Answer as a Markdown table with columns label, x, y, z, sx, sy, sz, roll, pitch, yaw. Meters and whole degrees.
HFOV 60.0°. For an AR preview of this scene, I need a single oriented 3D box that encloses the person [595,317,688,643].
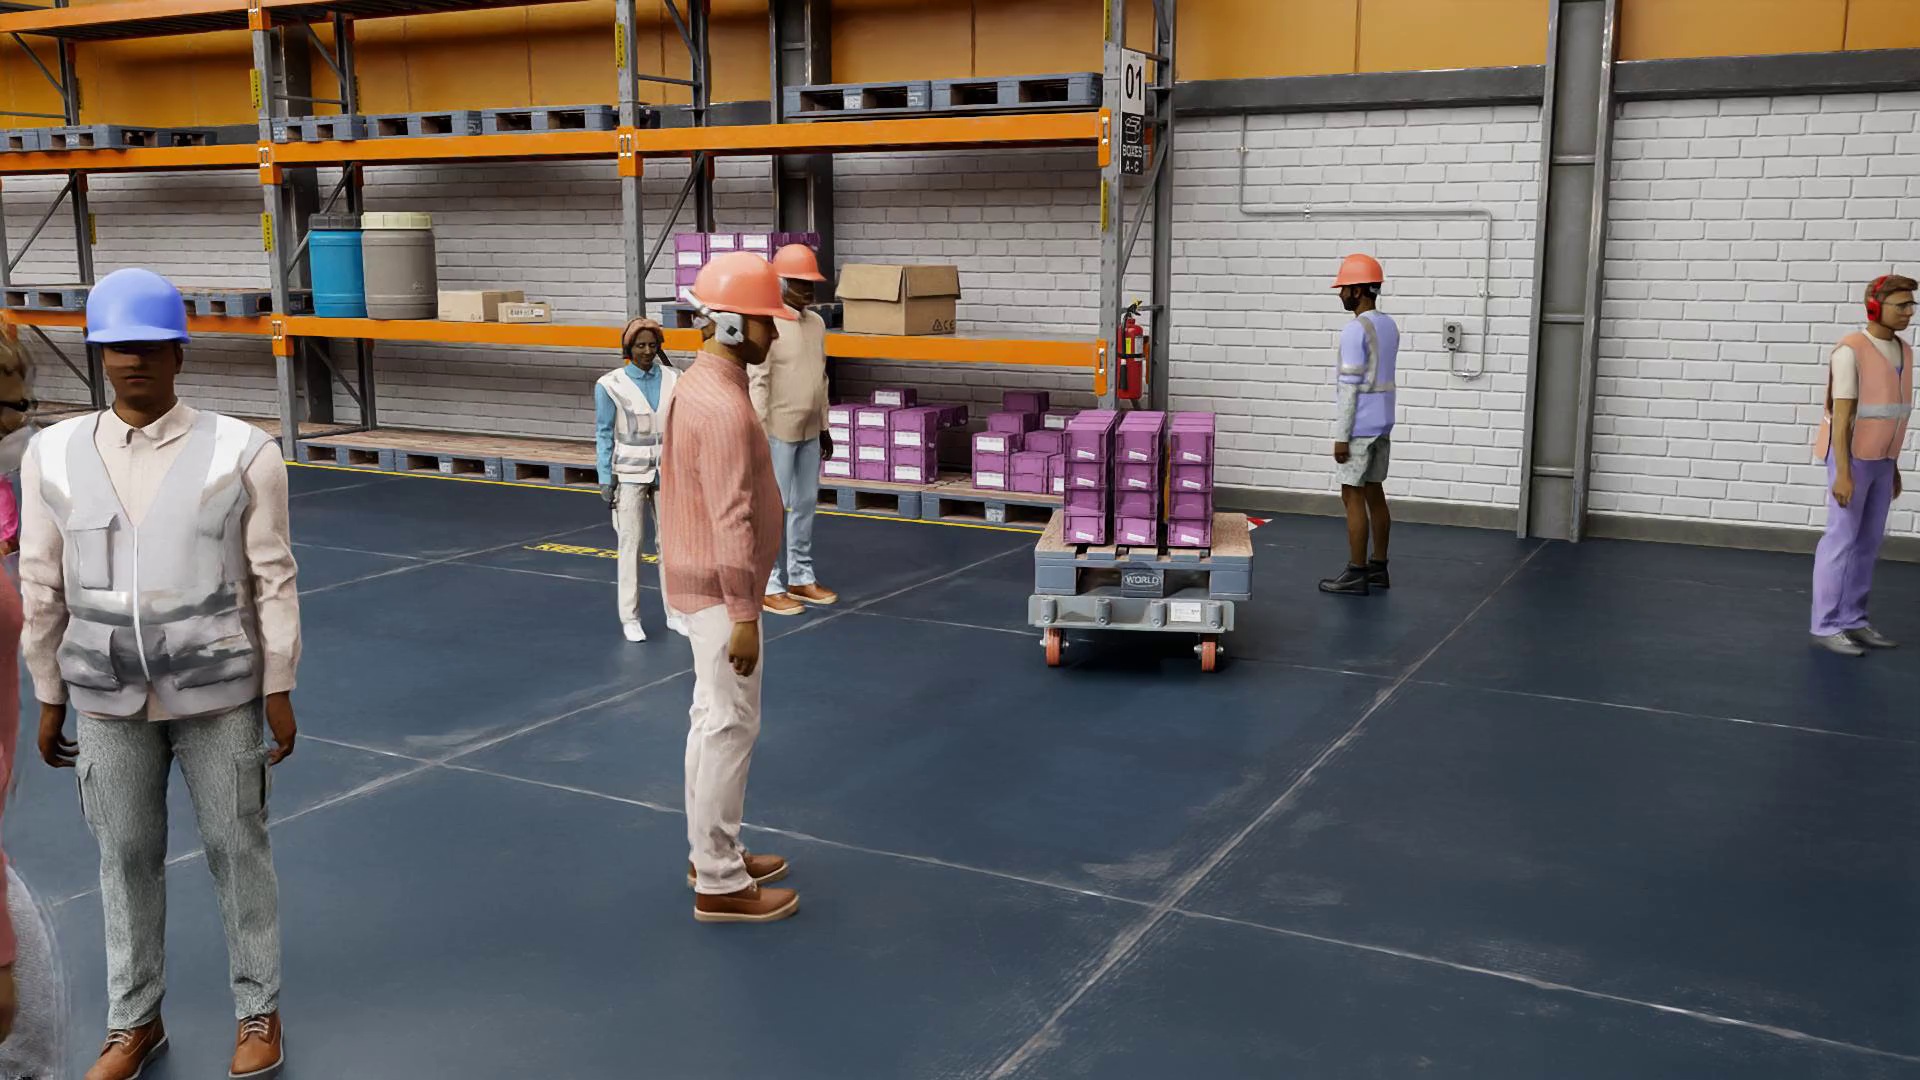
| label | x | y | z | sx | sy | sz | roll | pitch | yaw |
| --- | --- | --- | --- | --- | --- | --- | --- | --- | --- |
| person | -1.576 | -0.302 | 8.356 | 0.524 | 1.631 | 0.318 | -7 | 13 | -35 |

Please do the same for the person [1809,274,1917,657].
| label | x | y | z | sx | sy | sz | roll | pitch | yaw |
| --- | --- | --- | --- | --- | --- | --- | --- | --- | --- |
| person | 4.402 | -0.368 | 8.128 | 0.570 | 1.845 | 0.387 | -7 | 12 | -32 |

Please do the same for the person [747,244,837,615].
| label | x | y | z | sx | sy | sz | roll | pitch | yaw |
| --- | --- | --- | --- | --- | --- | --- | --- | --- | --- |
| person | -0.899 | -0.594 | 8.984 | 0.411 | 1.987 | 0.619 | 6 | 12 | 30 |

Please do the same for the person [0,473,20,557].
| label | x | y | z | sx | sy | sz | roll | pitch | yaw |
| --- | --- | --- | --- | --- | --- | --- | --- | --- | --- |
| person | -6.215 | -0.696 | 10.508 | 0.504 | 1.631 | 0.279 | 4 | 11 | 21 |

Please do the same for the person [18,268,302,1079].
| label | x | y | z | sx | sy | sz | roll | pitch | yaw |
| --- | --- | --- | --- | --- | --- | --- | --- | --- | --- |
| person | -1.876 | 0.344 | 3.934 | 0.612 | 1.950 | 0.377 | -2 | 10 | -9 |

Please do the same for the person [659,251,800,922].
| label | x | y | z | sx | sy | sz | roll | pitch | yaw |
| --- | --- | --- | --- | --- | --- | --- | --- | --- | --- |
| person | -0.675 | 0.148 | 4.929 | 0.403 | 1.982 | 0.628 | -3 | 11 | -16 |

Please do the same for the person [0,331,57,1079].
| label | x | y | z | sx | sy | sz | roll | pitch | yaw |
| --- | --- | --- | --- | --- | --- | --- | --- | --- | --- |
| person | -1.813 | 0.572 | 2.805 | 0.561 | 1.914 | 0.835 | -10 | 14 | -43 |

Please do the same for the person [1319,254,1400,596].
| label | x | y | z | sx | sy | sz | roll | pitch | yaw |
| --- | --- | --- | --- | --- | --- | --- | --- | --- | --- |
| person | 2.261 | -0.650 | 9.449 | 0.392 | 1.928 | 0.549 | 8 | 13 | 38 |
